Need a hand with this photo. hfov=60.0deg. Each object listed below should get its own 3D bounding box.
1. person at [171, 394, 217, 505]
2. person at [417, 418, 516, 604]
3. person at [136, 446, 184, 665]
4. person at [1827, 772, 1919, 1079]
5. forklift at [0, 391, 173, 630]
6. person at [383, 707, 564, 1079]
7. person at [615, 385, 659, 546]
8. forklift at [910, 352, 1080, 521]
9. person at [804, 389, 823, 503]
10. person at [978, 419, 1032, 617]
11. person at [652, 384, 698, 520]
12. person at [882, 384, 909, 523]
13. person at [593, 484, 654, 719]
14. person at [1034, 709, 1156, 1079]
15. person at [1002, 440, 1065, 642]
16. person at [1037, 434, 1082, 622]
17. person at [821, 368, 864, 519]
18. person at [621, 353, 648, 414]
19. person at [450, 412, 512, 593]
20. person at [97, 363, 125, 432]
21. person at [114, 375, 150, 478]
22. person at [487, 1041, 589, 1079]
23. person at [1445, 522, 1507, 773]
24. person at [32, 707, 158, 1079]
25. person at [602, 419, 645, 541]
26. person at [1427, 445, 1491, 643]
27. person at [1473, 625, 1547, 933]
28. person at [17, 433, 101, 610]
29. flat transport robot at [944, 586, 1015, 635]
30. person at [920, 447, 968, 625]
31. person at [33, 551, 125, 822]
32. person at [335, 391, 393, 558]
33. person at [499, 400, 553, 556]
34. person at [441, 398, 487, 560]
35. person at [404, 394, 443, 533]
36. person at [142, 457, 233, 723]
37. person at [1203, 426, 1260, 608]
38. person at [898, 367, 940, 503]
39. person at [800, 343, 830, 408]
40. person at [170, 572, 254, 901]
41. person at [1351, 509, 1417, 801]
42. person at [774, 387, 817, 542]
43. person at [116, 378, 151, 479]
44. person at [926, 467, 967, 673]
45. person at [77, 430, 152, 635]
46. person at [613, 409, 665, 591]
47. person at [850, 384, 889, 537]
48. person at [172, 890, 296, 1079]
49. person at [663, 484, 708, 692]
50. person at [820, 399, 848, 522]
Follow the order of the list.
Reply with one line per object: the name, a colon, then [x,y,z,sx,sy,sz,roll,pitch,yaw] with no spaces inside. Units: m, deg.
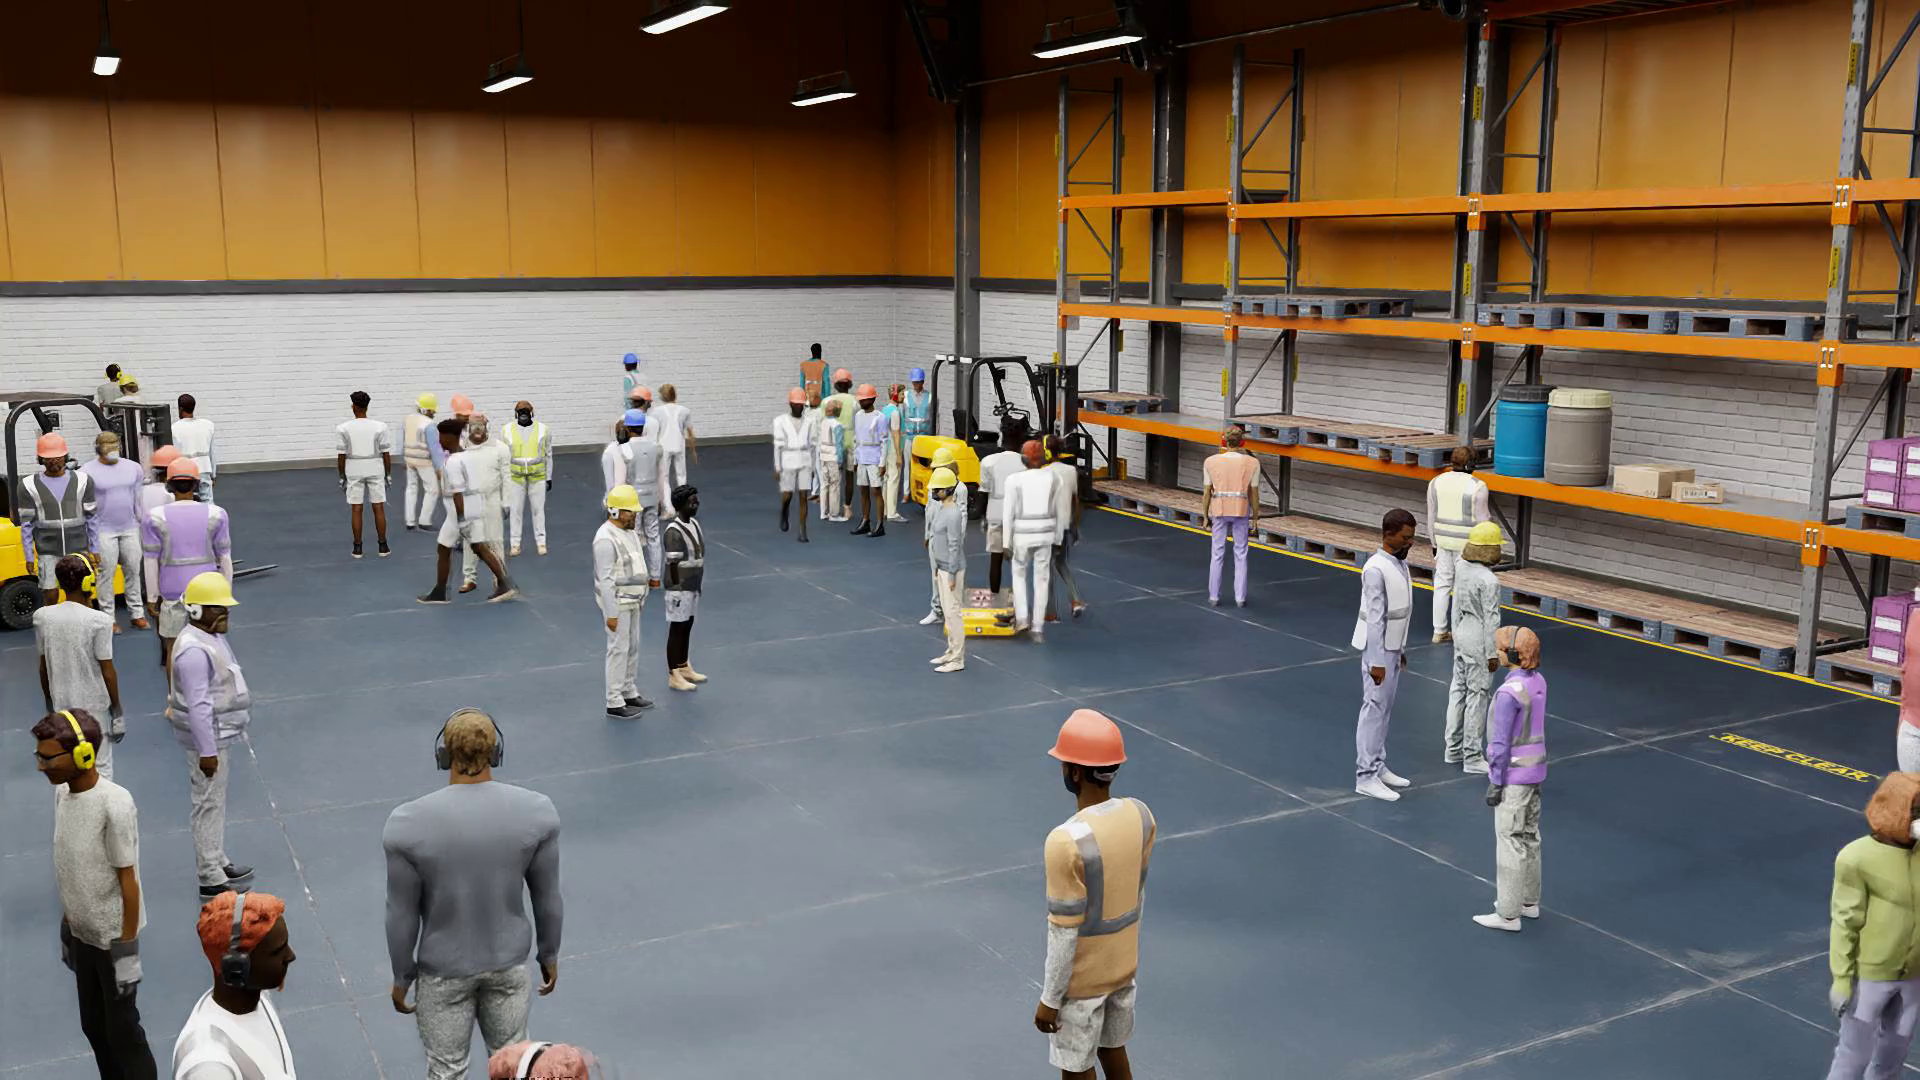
person: [-9.027,-0.764,19.609,0.390,1.920,0.587,6,11,30]
person: [-5.026,-0.291,16.899,0.967,1.919,0.587,1,10,7]
person: [-6.792,0.154,14.362,0.568,1.923,0.502,4,11,20]
person: [3.558,1.683,6.364,0.511,1.631,0.304,-3,10,-15]
forklift: [-9.026,-0.363,16.508,1.214,2.155,2.313,6,11,29]
person: [-1.787,1.569,6.168,0.641,1.927,0.386,-5,11,-26]
person: [-3.952,-0.850,19.965,0.623,1.990,0.914,4,10,20]
forklift: [0.460,-1.461,22.833,2.313,2.155,1.214,-5,11,-28]
person: [-2.084,-1.347,23.815,0.289,1.629,0.502,-6,12,-32]
person: [0.487,-0.211,16.372,0.631,1.959,0.395,1,10,6]
person: [-3.802,-1.166,22.202,0.647,1.823,0.447,-3,10,-19]
person: [-0.896,-1.152,22.057,0.373,1.843,0.570,-3,10,-15]
person: [-2.597,0.471,12.798,0.403,1.819,0.602,1,10,8]
person: [0.468,1.570,6.122,0.357,1.938,0.545,8,13,39]
person: [0.674,0.008,15.327,0.592,1.866,0.415,-1,10,-6]
person: [0.917,-0.104,16.032,0.520,1.850,0.446,-7,12,-34]
person: [-1.539,-1.288,22.330,0.623,2.030,0.464,1,10,4]
person: [-5.428,-2.111,27.335,0.709,1.920,0.656,4,11,20]
person: [-5.047,-0.393,17.501,0.642,1.913,0.408,-1,10,-5]
person: [-12.962,-1.781,25.603,0.521,1.874,0.328,-1,10,-5]
person: [-12.308,-1.569,24.690,0.310,1.768,0.533,4,11,23]
person: [-0.799,2.025,3.717,0.864,1.871,0.638,3,10,17]
person: [3.586,0.733,11.499,0.307,1.743,0.494,-2,10,-13]
person: [-3.346,1.555,6.456,0.528,1.857,0.333,7,12,35]
person: [-3.612,-0.405,17.830,0.678,1.826,0.639,4,11,21]
person: [4.548,0.055,15.120,0.429,1.844,0.625,-8,13,-39]
person: [2.945,1.256,8.817,0.316,1.629,0.509,7,12,36]
person: [-7.806,0.077,14.460,0.607,2.036,0.409,-7,12,-34]
flat transport robot: [0.210,0.670,16.091,0.652,0.197,1.431,0,10,3]
person: [-0.155,-0.022,15.857,0.483,1.740,0.308,8,13,40]
person: [-5.100,0.992,9.676,0.505,1.864,0.331,2,10,9]
person: [-6.977,-0.770,19.506,0.612,1.966,0.362,-4,10,-19]
person: [-5.117,-0.730,19.642,0.624,1.844,0.429,-3,10,-16]
person: [-5.767,-0.727,19.506,0.564,1.892,0.986,-9,13,-43]
person: [-6.863,-0.973,21.205,0.651,1.788,0.439,8,13,38]
person: [-5.900,0.377,12.742,0.614,2.029,0.409,-6,12,-31]
person: [2.723,-0.226,16.752,0.561,1.837,0.389,2,10,11]
person: [-0.595,-1.483,23.668,0.615,1.945,0.405,0,10,2]
person: [-2.635,-2.631,30.359,0.599,1.917,0.375,5,11,25]
person: [-4.154,1.079,9.260,0.404,1.828,0.592,-3,10,-18]
person: [2.802,0.736,10.995,0.391,1.913,0.588,5,11,27]
person: [-2.042,-0.947,20.653,0.558,1.925,0.633,-3,10,-19]
person: [-12.592,-1.655,25.328,0.513,1.720,0.583,-1,10,-7]
person: [-0.121,0.252,14.235,0.342,1.762,0.525,-2,10,-12]
person: [-7.932,-0.073,15.614,0.378,1.931,0.635,8,13,38]
person: [-3.370,-0.403,17.450,0.388,1.947,0.611,9,14,43]
person: [-1.157,-1.000,20.920,0.553,1.934,0.364,9,13,42]
person: [-1.960,1.869,4.585,0.347,1.879,0.577,-2,10,-12]
person: [-2.261,0.380,13.663,0.321,1.696,0.536,2,10,11]
person: [-1.698,-1.053,22.109,0.313,1.631,0.525,-6,11,-30]
